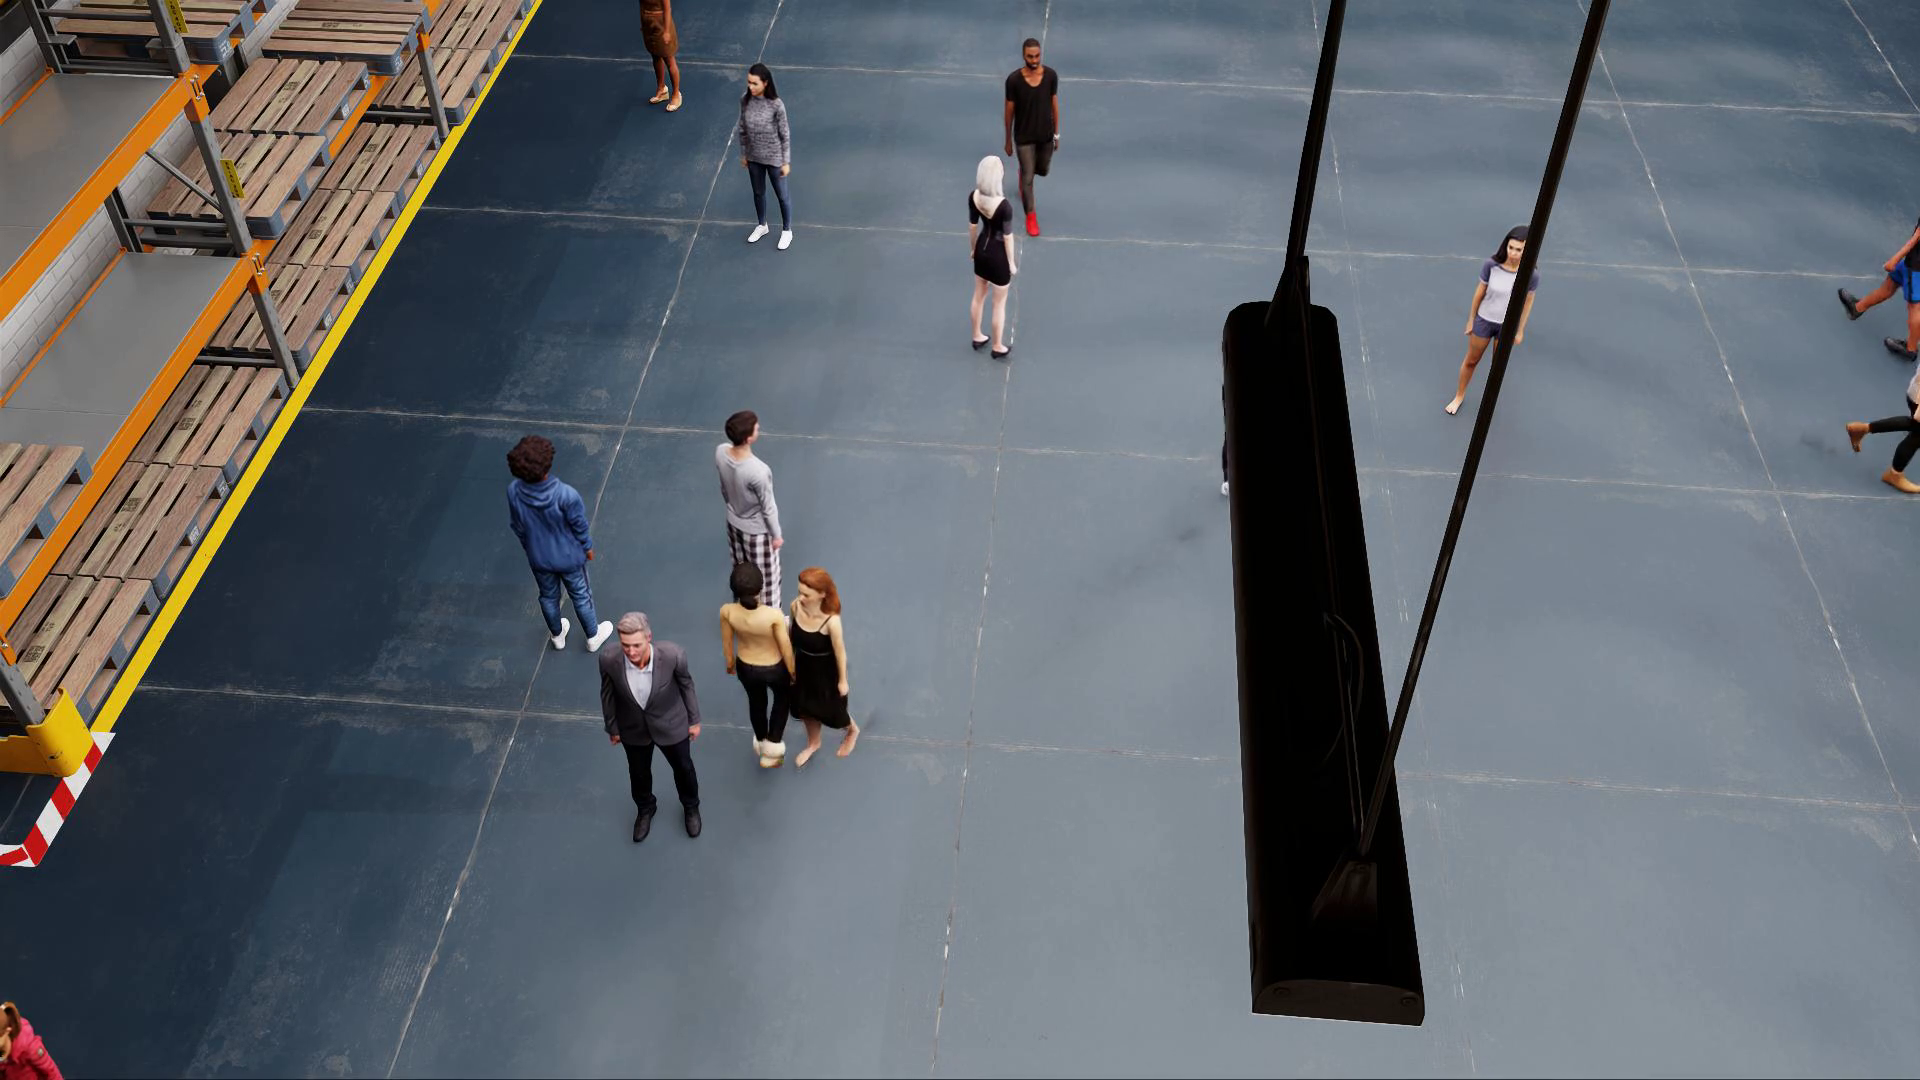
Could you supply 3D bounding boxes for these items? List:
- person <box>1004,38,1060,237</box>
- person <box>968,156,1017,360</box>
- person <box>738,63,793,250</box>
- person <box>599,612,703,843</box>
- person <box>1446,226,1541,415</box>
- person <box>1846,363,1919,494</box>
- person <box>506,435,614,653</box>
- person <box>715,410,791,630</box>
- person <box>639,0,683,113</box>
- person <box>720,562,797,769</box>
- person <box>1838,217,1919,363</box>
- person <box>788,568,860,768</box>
[{"bbox_3d":[0.634,-3.670,14.895,0.871,1.786,1.103,-9,44,-10],"label":"person"},{"bbox_3d":[0.251,-2.265,13.387,0.640,1.832,0.654,29,51,27],"label":"person"},{"bbox_3d":[-1.701,-3.386,14.637,0.674,1.732,0.619,16,46,16],"label":"person"},{"bbox_3d":[-1.819,1.090,9.860,0.768,1.840,0.648,-3,44,-4],"label":"person"},{"bbox_3d":[4.150,-1.672,12.837,0.640,1.733,0.592,16,46,17],"label":"person"},{"bbox_3d":[7.069,-1.122,12.279,0.939,1.705,0.951,28,50,26],"label":"person"},{"bbox_3d":[-2.672,0.044,10.978,0.668,1.811,0.567,5,44,5],"label":"person"},{"bbox_3d":[-1.398,-0.104,11.108,0.712,1.847,0.745,33,53,30],"label":"person"},{"bbox_3d":[-2.981,-5.062,16.426,0.645,1.690,0.683,33,52,29],"label":"person"},{"bbox_3d":[-1.240,0.837,10.262,0.667,1.652,0.711,7,44,7],"label":"person"},{"bbox_3d":[7.836,-2.214,13.386,1.048,1.760,1.168,-25,49,-24],"label":"person"},{"bbox_3d":[-0.848,0.777,10.348,0.753,1.619,0.814,26,49,24],"label":"person"}]
